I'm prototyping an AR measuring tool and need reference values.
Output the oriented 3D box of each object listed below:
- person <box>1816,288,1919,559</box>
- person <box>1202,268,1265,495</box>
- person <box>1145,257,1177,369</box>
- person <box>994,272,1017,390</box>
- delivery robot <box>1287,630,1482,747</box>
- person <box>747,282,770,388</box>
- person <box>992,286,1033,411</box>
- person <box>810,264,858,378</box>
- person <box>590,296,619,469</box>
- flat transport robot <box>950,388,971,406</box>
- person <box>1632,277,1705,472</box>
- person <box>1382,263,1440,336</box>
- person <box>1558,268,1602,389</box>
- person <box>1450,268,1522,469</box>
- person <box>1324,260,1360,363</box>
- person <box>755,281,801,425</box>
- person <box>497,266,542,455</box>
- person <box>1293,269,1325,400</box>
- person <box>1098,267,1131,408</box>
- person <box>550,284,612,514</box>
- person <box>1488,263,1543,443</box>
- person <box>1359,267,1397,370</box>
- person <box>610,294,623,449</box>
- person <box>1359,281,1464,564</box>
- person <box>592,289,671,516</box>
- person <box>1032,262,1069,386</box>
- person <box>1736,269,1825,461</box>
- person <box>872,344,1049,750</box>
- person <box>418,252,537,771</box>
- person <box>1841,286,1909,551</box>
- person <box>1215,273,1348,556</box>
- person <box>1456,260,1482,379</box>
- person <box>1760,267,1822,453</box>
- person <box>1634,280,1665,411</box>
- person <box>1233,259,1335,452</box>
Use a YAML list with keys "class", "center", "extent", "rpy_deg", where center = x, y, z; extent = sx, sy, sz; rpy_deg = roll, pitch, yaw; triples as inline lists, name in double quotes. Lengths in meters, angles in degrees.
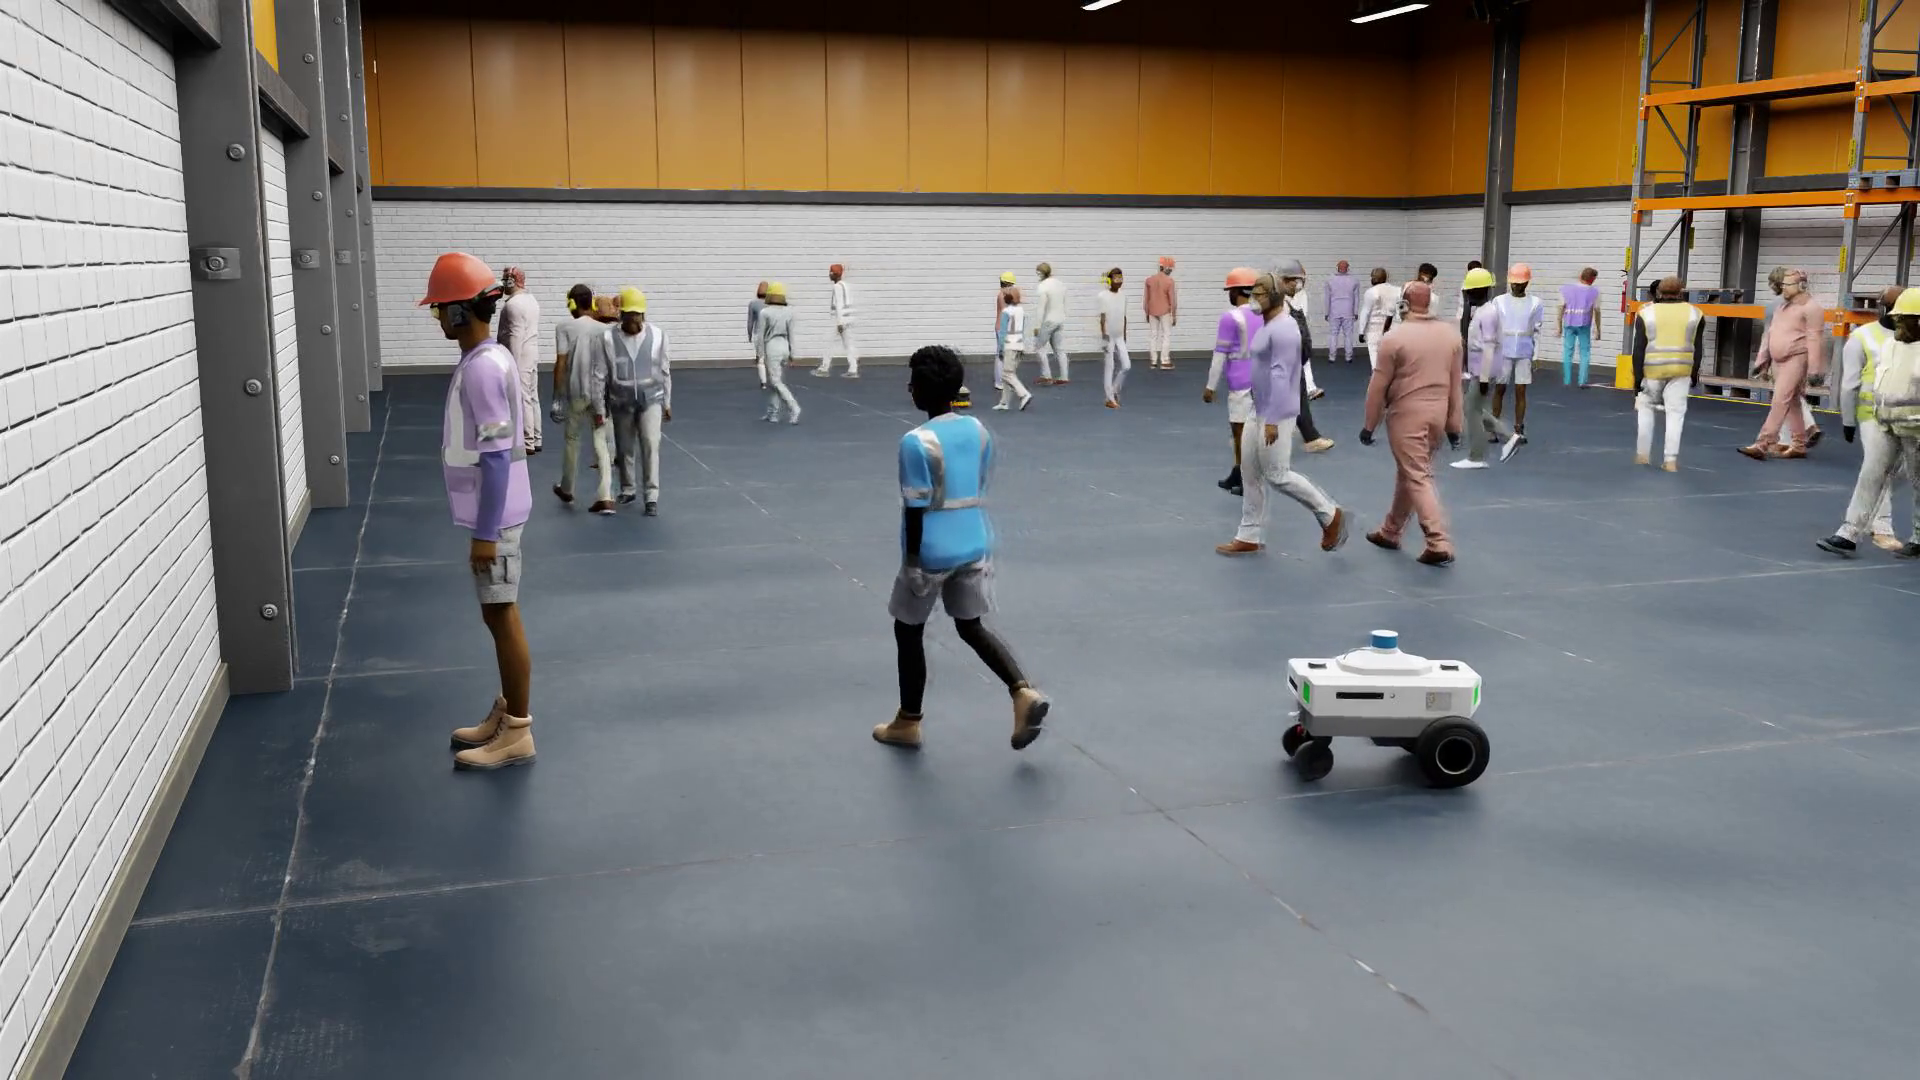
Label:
- class: "person"
  center: [6.147, -0.745, 10.974]
  extent: [0.855, 1.798, 0.625]
  rpy_deg: [-3, 10, -15]
- class: "person"
  center: [2.324, -1.332, 14.070]
  extent: [0.557, 1.908, 0.732]
  rpy_deg: [-9, 13, -43]
- class: "person"
  center: [3.532, -3.972, 29.246]
  extent: [0.666, 1.958, 0.407]
  rpy_deg: [7, 12, 37]
- class: "person"
  center: [0.684, -3.113, 24.828]
  extent: [0.329, 1.760, 0.523]
  rpy_deg: [-1, 10, -6]
- class: "delivery robot"
  center: [1.654, 0.598, 6.530]
  extent: [0.707, 0.478, 0.477]
  rpy_deg: [0, 9, 1]
- class: "person"
  center: [-2.972, -3.119, 25.323]
  extent: [0.519, 1.579, 0.842]
  rpy_deg: [-1, 10, -6]
- class: "person"
  center: [0.677, -2.458, 21.429]
  extent: [0.649, 1.622, 0.532]
  rpy_deg: [6, 12, 32]
- class: "person"
  center: [-2.077, -3.568, 27.196]
  extent: [0.903, 1.843, 0.610]
  rpy_deg: [2, 10, 11]
- class: "person"
  center: [-3.347, -1.484, 15.746]
  extent: [0.281, 1.634, 0.498]
  rpy_deg: [5, 11, 27]
- class: "flat transport robot"
  center: [-0.245, -1.959, 22.443]
  extent: [0.652, 0.197, 1.431]
  rpy_deg: [-1, 10, -5]
- class: "person"
  center: [6.685, -1.576, 15.779]
  extent: [0.641, 1.816, 0.792]
  rpy_deg: [2, 10, 14]
- class: "person"
  center: [5.662, -2.518, 20.918]
  extent: [0.693, 1.912, 0.663]
  rpy_deg: [0, 10, 1]
- class: "person"
  center: [9.328, -3.182, 25.062]
  extent: [0.612, 1.814, 0.420]
  rpy_deg: [6, 11, 30]
- class: "person"
  center: [4.948, -1.597, 15.619]
  extent: [0.580, 1.899, 0.623]
  rpy_deg: [2, 10, 14]
- class: "person"
  center: [7.070, -4.221, 30.807]
  extent: [0.644, 1.908, 0.409]
  rpy_deg: [2, 10, 9]
- class: "person"
  center: [-2.156, -2.244, 19.942]
  extent: [0.823, 1.707, 0.484]
  rpy_deg: [9, 14, 44]
- class: "person"
  center: [-4.480, -1.812, 16.862]
  extent: [0.402, 1.906, 0.652]
  rpy_deg: [1, 10, 3]
- class: "person"
  center: [4.681, -2.866, 23.178]
  extent: [0.597, 1.827, 1.012]
  rpy_deg: [-6, 12, -31]
- class: "person"
  center: [2.036, -2.645, 21.851]
  extent: [0.514, 1.855, 0.393]
  rpy_deg: [-6, 11, -30]
- class: "person"
  center: [-3.015, -1.120, 13.187]
  extent: [0.595, 1.791, 1.012]
  rpy_deg: [-6, 11, -31]
- class: "person"
  center: [5.947, -1.991, 17.838]
  extent: [0.542, 1.929, 0.374]
  rpy_deg: [2, 10, 12]
- class: "person"
  center: [6.088, -3.054, 24.285]
  extent: [0.656, 1.823, 0.503]
  rpy_deg: [-5, 11, -27]
- class: "person"
  center: [-3.558, -1.735, 17.225]
  extent: [0.525, 1.614, 0.391]
  rpy_deg: [-6, 11, -31]
- class: "person"
  center: [3.035, -0.787, 11.104]
  extent: [0.635, 1.864, 0.985]
  rpy_deg: [-5, 11, -27]
- class: "person"
  center: [-2.592, -1.097, 13.153]
  extent: [0.611, 1.774, 0.794]
  rpy_deg: [-2, 10, -11]
- class: "person"
  center: [1.364, -3.285, 25.414]
  extent: [0.577, 1.901, 0.698]
  rpy_deg: [5, 11, 29]
- class: "person"
  center: [8.036, -1.703, 16.339]
  extent: [0.900, 1.873, 0.654]
  rpy_deg: [0, 10, -3]
- class: "person"
  center: [-0.013, 0.050, 6.714]
  extent: [0.734, 1.675, 0.528]
  rpy_deg: [8, 13, 40]
- class: "person"
  center: [-1.900, -0.106, 6.600]
  extent: [0.394, 2.040, 0.609]
  rpy_deg: [-3, 10, -14]
- class: "person"
  center: [6.492, -0.864, 11.644]
  extent: [0.642, 1.820, 0.723]
  rpy_deg: [0, 10, -3]
- class: "person"
  center: [2.161, -0.824, 11.129]
  extent: [0.793, 1.920, 0.642]
  rpy_deg: [-1, 10, -5]
- class: "person"
  center: [8.266, -3.576, 27.042]
  extent: [0.372, 1.916, 0.597]
  rpy_deg: [5, 11, 25]
- class: "person"
  center: [8.398, -1.799, 16.795]
  extent: [0.708, 1.900, 0.512]
  rpy_deg: [-4, 10, -21]
- class: "person"
  center: [8.976, -2.508, 21.493]
  extent: [0.533, 1.697, 0.319]
  rpy_deg: [-3, 10, -16]
- class: "person"
  center: [3.309, -1.915, 17.067]
  extent: [1.056, 2.000, 0.693]
  rpy_deg: [7, 12, 34]
